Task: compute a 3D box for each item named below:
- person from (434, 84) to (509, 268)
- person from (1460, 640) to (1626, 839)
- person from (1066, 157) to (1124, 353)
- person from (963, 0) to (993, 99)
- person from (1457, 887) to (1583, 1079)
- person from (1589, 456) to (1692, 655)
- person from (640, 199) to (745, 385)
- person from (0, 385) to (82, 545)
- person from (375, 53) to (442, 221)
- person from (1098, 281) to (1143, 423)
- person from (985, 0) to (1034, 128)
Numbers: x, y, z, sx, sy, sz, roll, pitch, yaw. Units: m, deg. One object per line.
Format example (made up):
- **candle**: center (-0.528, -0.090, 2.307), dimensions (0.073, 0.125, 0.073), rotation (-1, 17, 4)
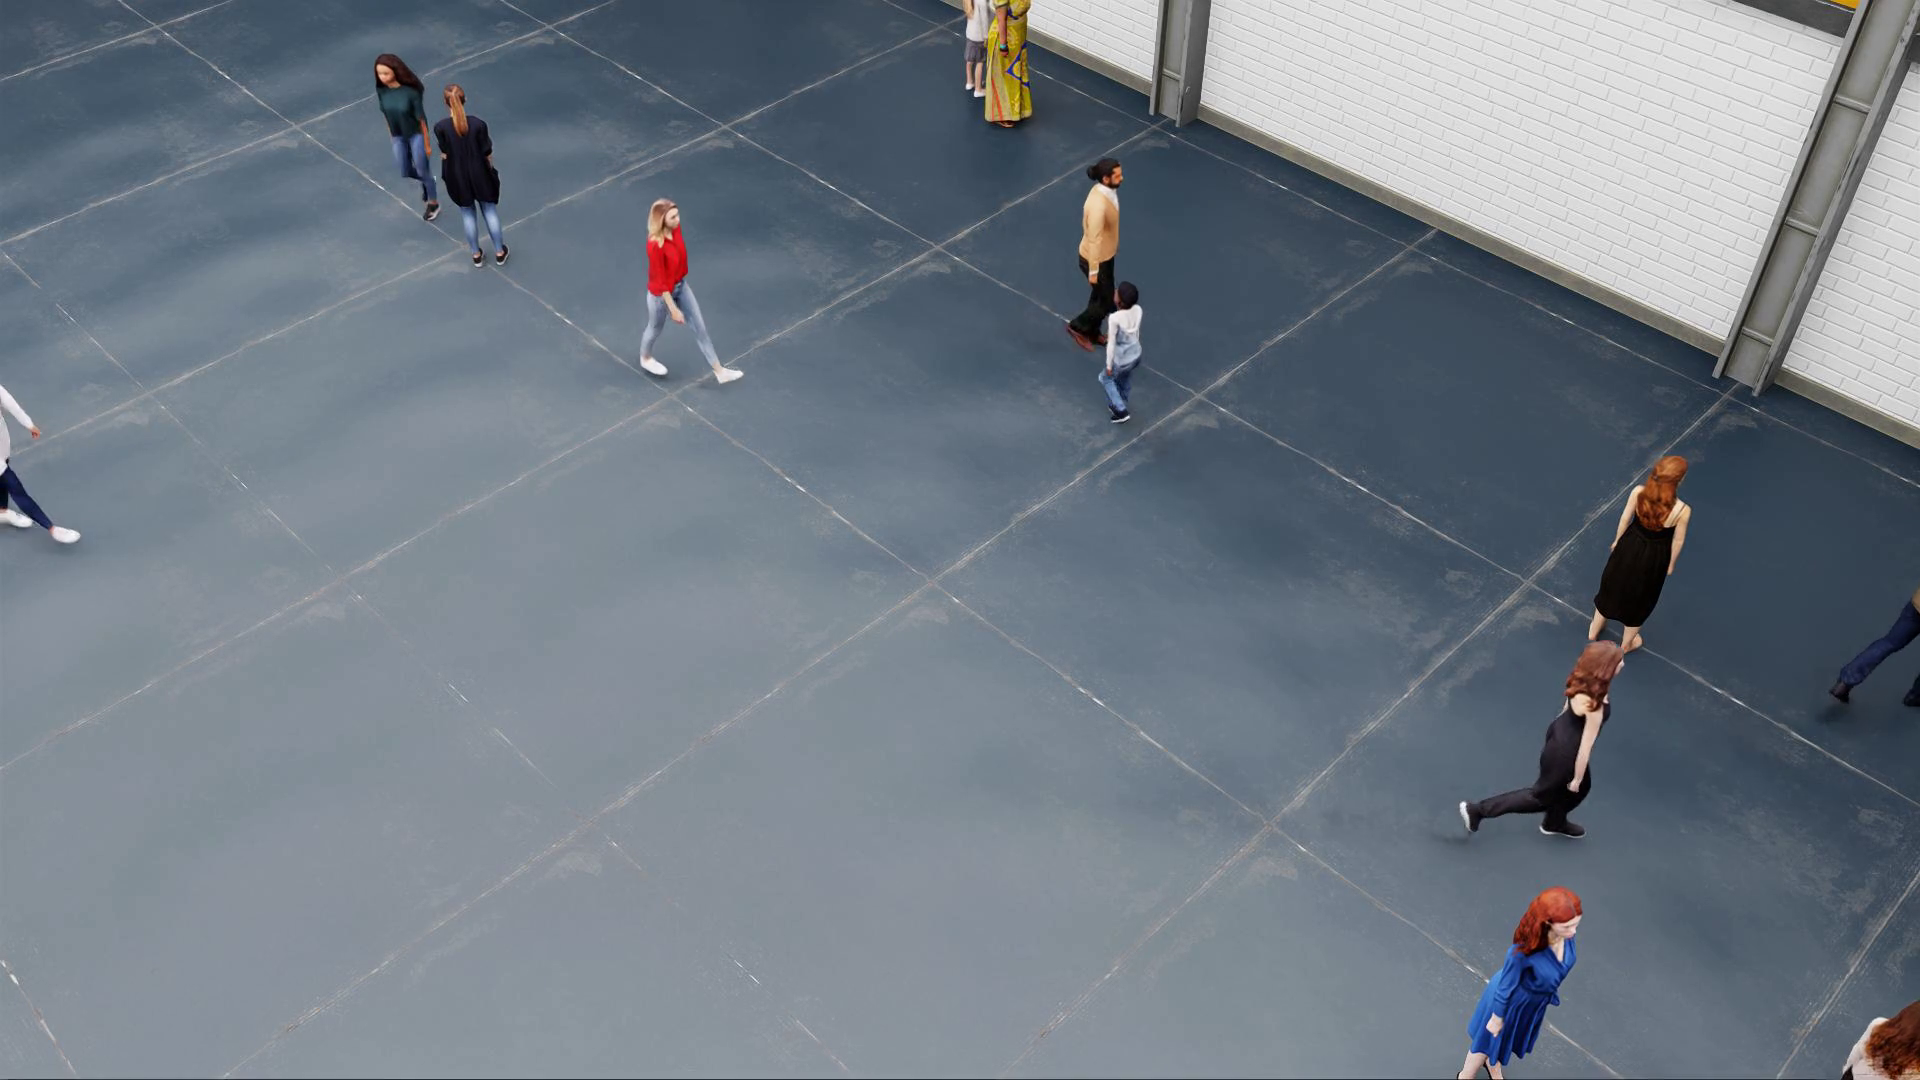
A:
- **person**: center (-4.170, -3.093, 14.172), dimensions (0.721, 1.684, 0.739), rotation (-8, 44, -9)
- **person**: center (3.420, 1.200, 9.636), dimensions (1.112, 1.724, 0.992), rotation (4, 44, 4)
- **person**: center (1.034, -2.256, 13.249), dimensions (0.846, 1.745, 0.808), rotation (11, 45, 11)
- **person**: center (0.179, -5.044, 16.516), dimensions (0.635, 1.275, 0.540), rotation (-19, 47, -19)
- **person**: center (2.822, 2.313, 8.393), dimensions (0.660, 1.828, 0.627), rotation (-25, 49, -24)
- **person**: center (4.449, 0.099, 10.863), dimensions (0.526, 1.626, 0.649), rotation (29, 51, 27)
- **person**: center (-2.336, -1.909, 12.953), dimensions (1.232, 1.651, 0.913), rotation (17, 46, 17)
- **person**: center (-6.870, -0.710, 11.627), dimensions (1.145, 1.743, 0.937), rotation (12, 45, 12)
- **person**: center (-4.846, -3.626, 14.791), dimensions (0.773, 1.602, 0.827), rotation (7, 44, 8)
- **person**: center (1.273, -1.392, 12.702), dimensions (0.540, 1.248, 0.608), rotation (-24, 49, -23)
- **person**: center (0.470, -4.825, 16.007), dimensions (0.948, 1.660, 0.972), rotation (16, 46, 16)
